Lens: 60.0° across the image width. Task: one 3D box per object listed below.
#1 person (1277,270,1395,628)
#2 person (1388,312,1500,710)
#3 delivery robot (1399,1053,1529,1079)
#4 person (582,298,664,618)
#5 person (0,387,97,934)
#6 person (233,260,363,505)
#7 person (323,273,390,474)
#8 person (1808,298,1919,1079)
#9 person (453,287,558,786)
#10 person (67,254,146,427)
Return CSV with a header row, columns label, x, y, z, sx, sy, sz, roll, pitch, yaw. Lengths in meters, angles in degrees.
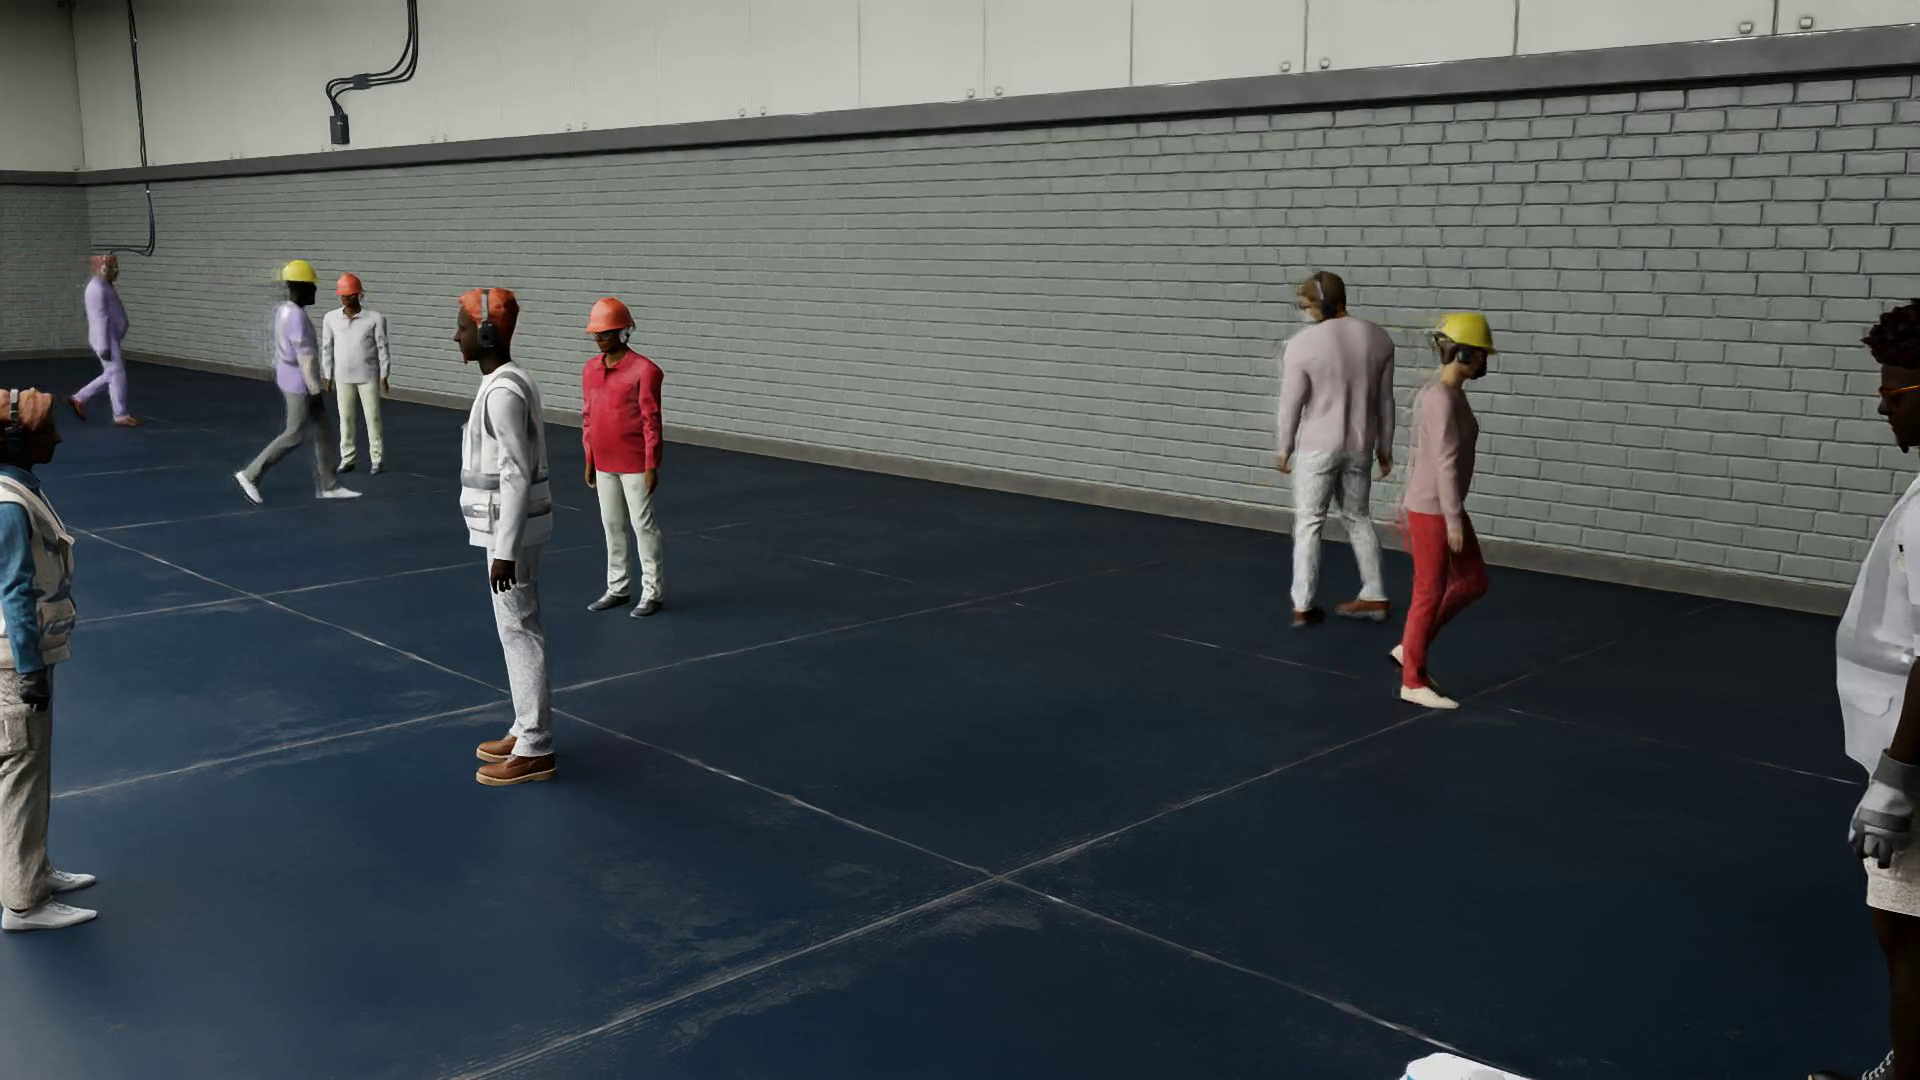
label,x,y,z,sx,sy,sz,roll,pitch,yaw
person,1.989,-0.474,8.808,0.660,1.906,0.428,-3,11,-16
person,2.143,-0.119,7.304,0.377,1.741,0.572,5,12,27
delivery robot,0.868,1.204,3.078,0.477,0.478,0.707,8,13,39
person,-1.865,-0.444,9.085,0.568,1.744,0.359,7,12,33
person,-2.820,0.357,5.026,0.318,1.631,0.513,-5,12,-27
person,-5.190,-1.218,12.899,0.860,1.897,0.591,-4,11,-20
person,-5.255,-1.436,14.467,0.573,1.746,0.345,0,10,-2
person,2.093,0.447,3.629,0.372,1.959,0.603,8,13,37
person,-1.722,-0.012,6.334,0.337,1.882,0.584,-2,11,-13
person,-9.309,-2.152,18.013,0.676,1.886,0.647,-4,11,-21
